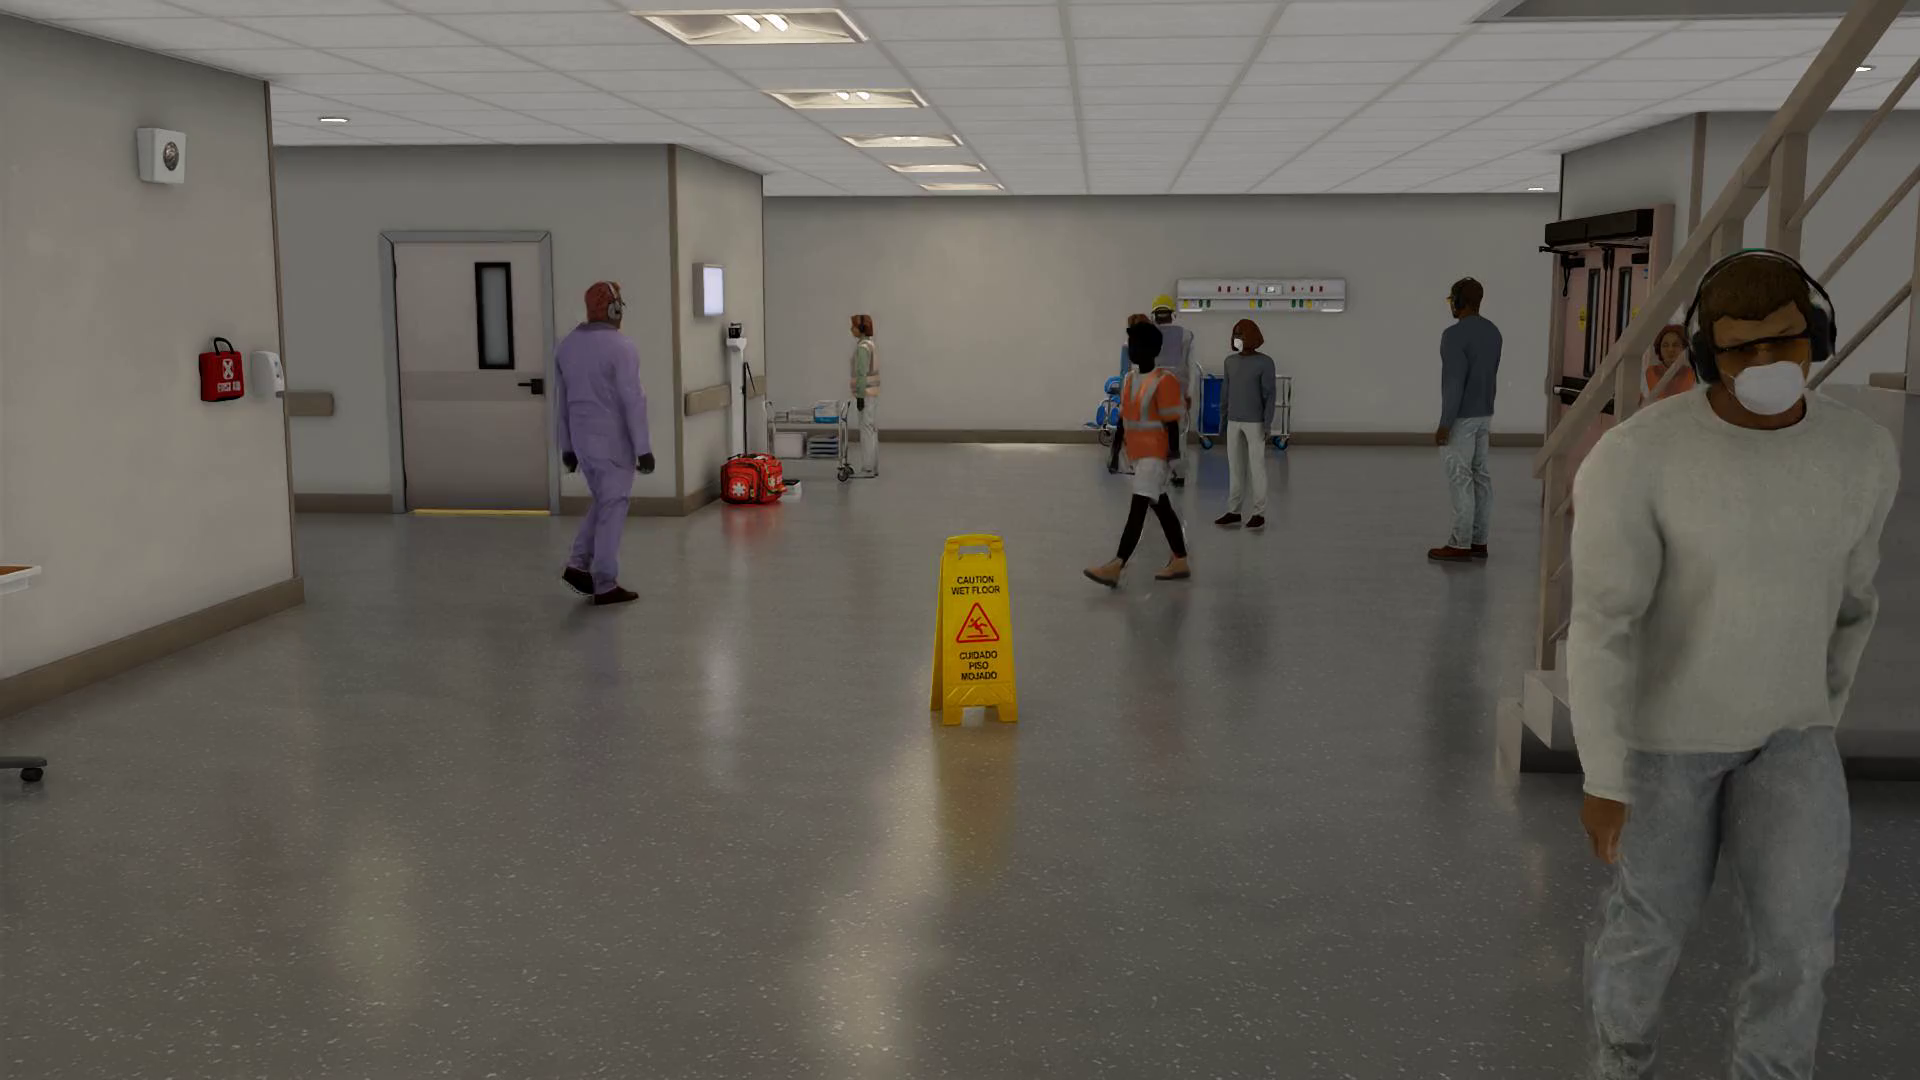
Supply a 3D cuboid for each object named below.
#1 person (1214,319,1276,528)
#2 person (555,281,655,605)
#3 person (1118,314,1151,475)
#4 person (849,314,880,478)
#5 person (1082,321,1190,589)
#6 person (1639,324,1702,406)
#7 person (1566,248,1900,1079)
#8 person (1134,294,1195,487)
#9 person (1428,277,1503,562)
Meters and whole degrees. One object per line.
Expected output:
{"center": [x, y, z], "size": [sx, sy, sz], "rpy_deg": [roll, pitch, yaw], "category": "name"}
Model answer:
{"center": [2.234, -0.908, 13.012], "size": [0.264, 1.632, 0.507], "rpy_deg": [-7, 11, -41], "category": "person"}
{"center": [-2.066, -0.565, 9.788], "size": [0.640, 1.896, 0.418], "rpy_deg": [7, 11, 40], "category": "person"}
{"center": [1.833, -1.474, 16.877], "size": [0.525, 1.634, 0.311], "rpy_deg": [-5, 10, -33], "category": "person"}
{"center": [-0.945, -1.423, 16.531], "size": [0.313, 1.632, 0.518], "rpy_deg": [0, 8, 3], "category": "person"}
{"center": [1.130, -0.534, 10.393], "size": [0.885, 1.642, 0.552], "rpy_deg": [-4, 9, -25], "category": "person"}
{"center": [4.305, -0.492, 10.160], "size": [0.514, 1.642, 0.310], "rpy_deg": [3, 9, 21], "category": "person"}
{"center": [1.448, 0.406, 3.183], "size": [0.647, 1.890, 0.793], "rpy_deg": [0, 8, -2], "category": "person"}
{"center": [1.919, -1.397, 15.701], "size": [0.592, 1.823, 0.404], "rpy_deg": [-1, 8, -7], "category": "person"}
{"center": [3.456, -0.818, 11.368], "size": [0.635, 1.937, 0.353], "rpy_deg": [-8, 12, -44], "category": "person"}
